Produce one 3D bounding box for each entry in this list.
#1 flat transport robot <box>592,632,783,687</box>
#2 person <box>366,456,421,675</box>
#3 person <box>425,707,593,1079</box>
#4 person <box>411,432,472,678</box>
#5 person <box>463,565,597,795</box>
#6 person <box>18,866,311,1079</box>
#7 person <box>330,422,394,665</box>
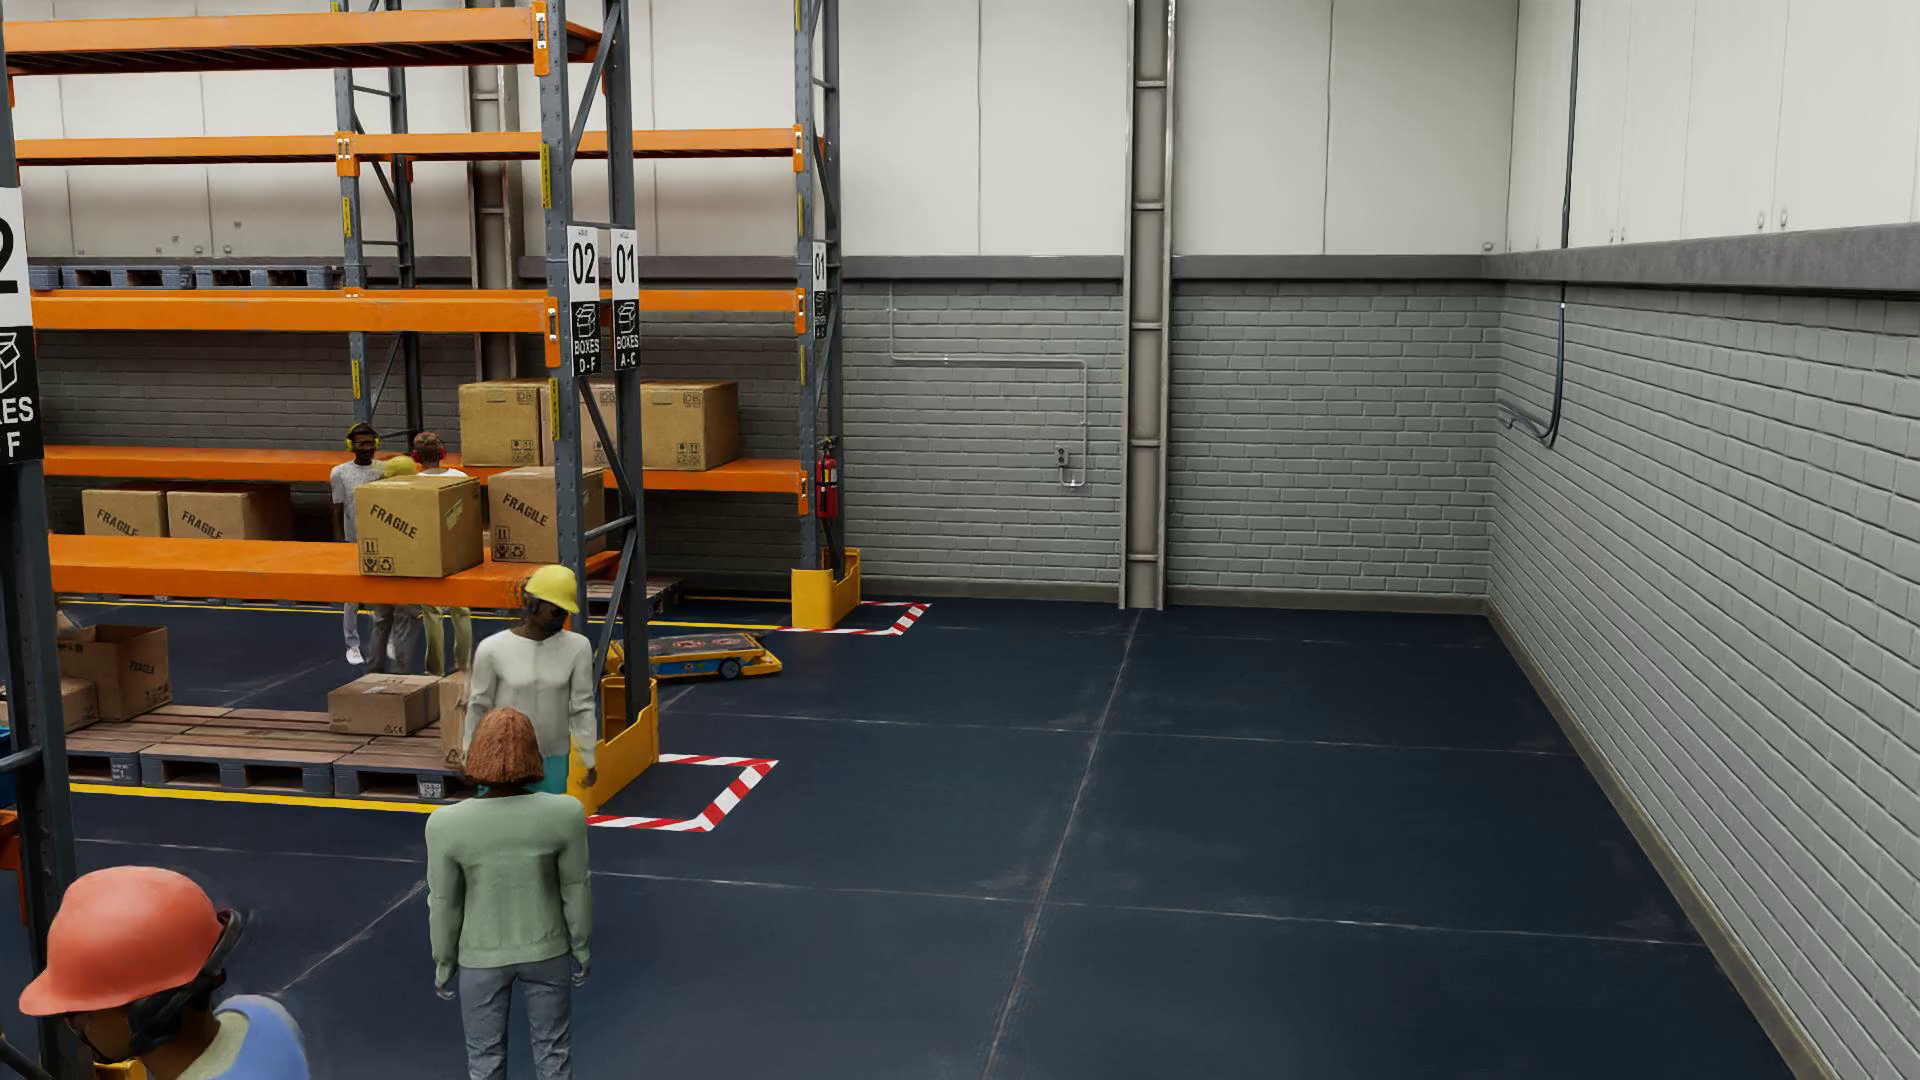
[{"bbox_3d":[-2.090,0.872,12.345,1.431,0.197,0.652,-3,10,-19],"label":"flat transport robot"},{"bbox_3d":[-4.021,0.251,11.775,0.663,1.710,0.324,7,11,36],"label":"person"},{"bbox_3d":[-1.417,1.332,5.281,0.504,1.633,0.279,-3,10,-19],"label":"person"},{"bbox_3d":[-3.778,0.139,12.038,0.396,1.841,0.565,7,12,38],"label":"person"},{"bbox_3d":[-1.894,0.955,7.322,0.599,1.721,0.430,-5,11,-30],"label":"person"},{"bbox_3d":[-1.244,1.517,2.969,0.628,2.013,0.642,-2,9,-10],"label":"person"},{"bbox_3d":[-4.527,0.025,12.708,0.499,1.861,0.334,-7,11,-36],"label":"person"}]
